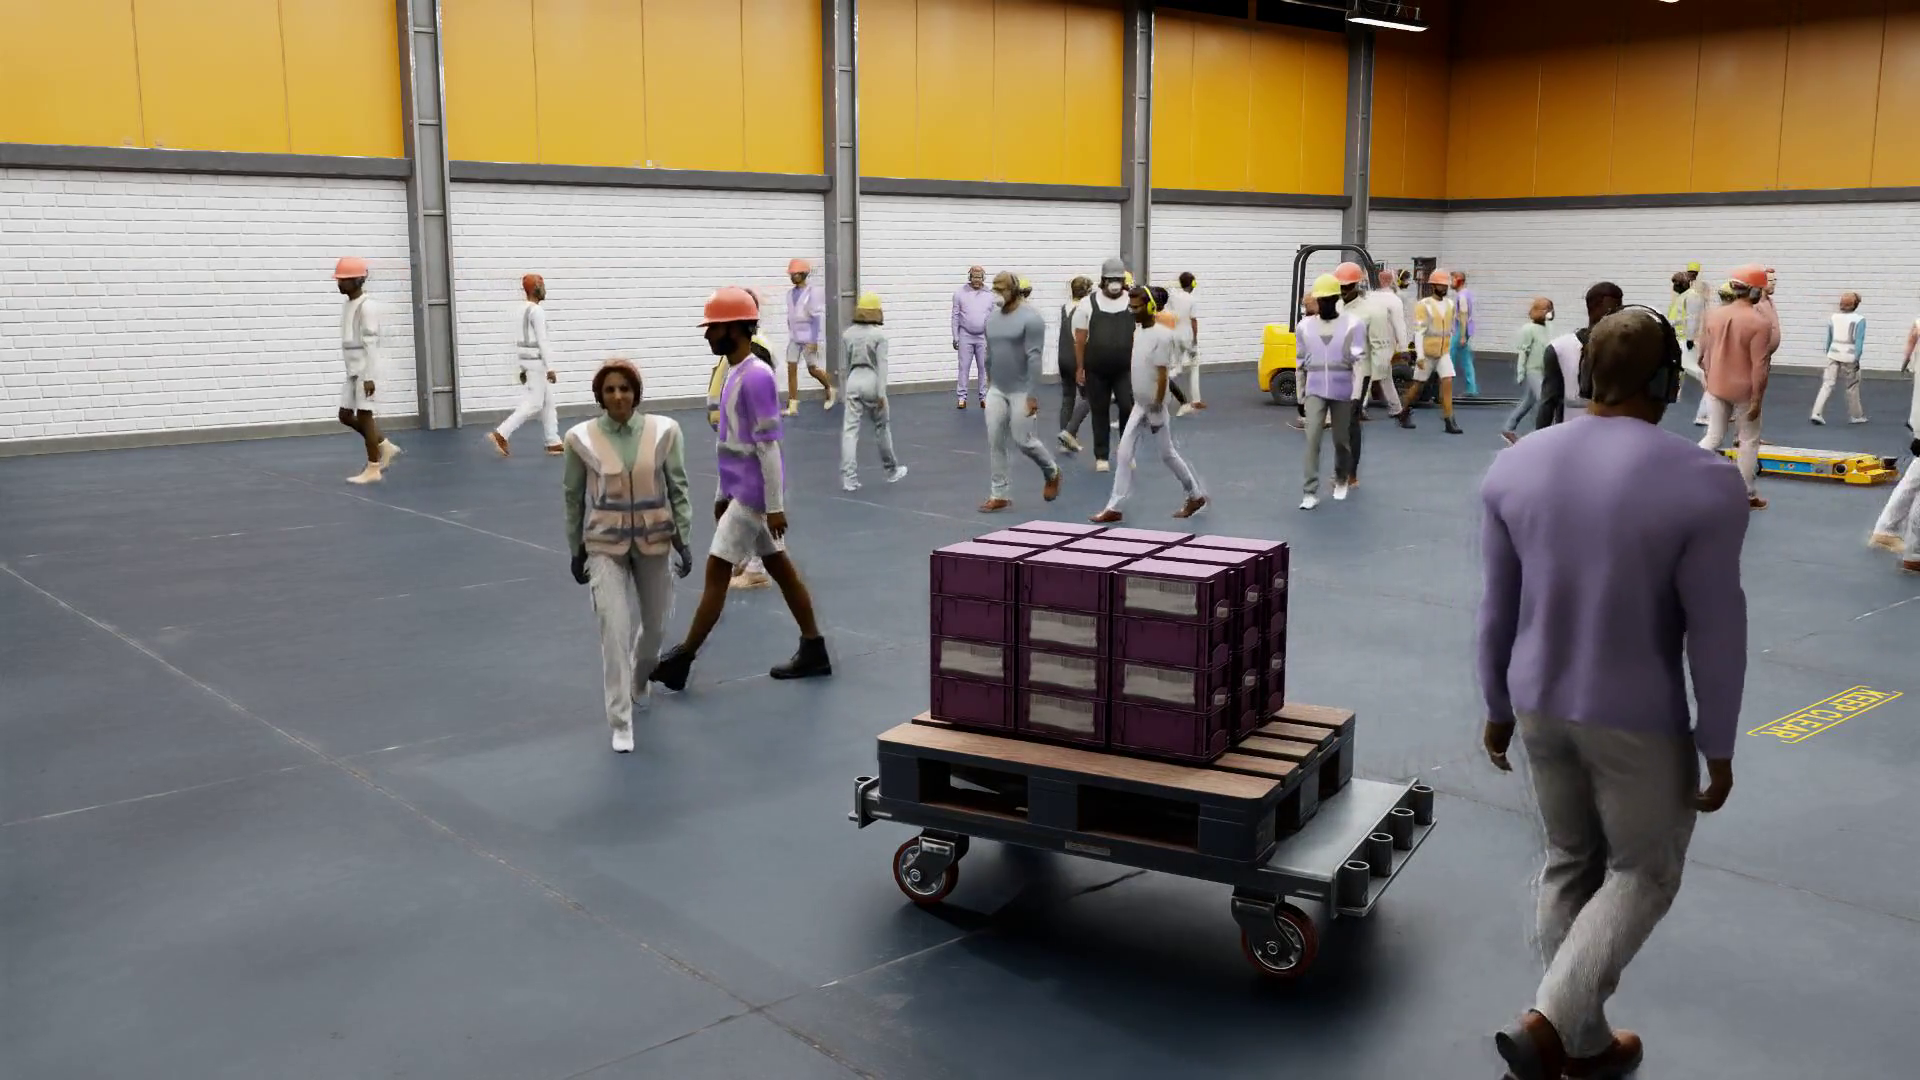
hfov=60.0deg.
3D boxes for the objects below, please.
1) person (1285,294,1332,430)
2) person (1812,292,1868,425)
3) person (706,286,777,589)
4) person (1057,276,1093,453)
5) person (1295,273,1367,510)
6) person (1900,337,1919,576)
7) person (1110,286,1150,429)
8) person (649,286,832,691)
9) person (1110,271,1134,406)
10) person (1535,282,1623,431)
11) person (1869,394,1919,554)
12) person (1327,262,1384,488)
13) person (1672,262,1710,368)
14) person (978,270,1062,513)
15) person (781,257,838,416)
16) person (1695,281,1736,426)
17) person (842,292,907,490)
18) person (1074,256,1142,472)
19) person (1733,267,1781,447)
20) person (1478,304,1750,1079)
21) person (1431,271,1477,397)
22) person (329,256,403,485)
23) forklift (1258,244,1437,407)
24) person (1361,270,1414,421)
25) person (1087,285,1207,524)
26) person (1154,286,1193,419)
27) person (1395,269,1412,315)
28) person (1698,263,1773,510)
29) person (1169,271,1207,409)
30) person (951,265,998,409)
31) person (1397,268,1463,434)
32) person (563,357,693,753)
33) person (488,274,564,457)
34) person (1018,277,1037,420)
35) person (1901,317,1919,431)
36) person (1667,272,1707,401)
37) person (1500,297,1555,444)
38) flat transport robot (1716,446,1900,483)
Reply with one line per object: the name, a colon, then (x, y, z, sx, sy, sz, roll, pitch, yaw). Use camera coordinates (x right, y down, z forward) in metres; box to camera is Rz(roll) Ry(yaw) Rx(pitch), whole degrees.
person: (4.073, -2.055, 19.317, 0.834, 1.581, 0.512, -4, 10, -20)
person: (10.583, -2.169, 19.946, 0.879, 1.592, 0.530, -5, 11, -27)
person: (-1.328, -0.624, 10.175, 0.429, 1.842, 0.636, -2, 10, -14)
person: (1.175, -1.777, 16.994, 0.415, 1.829, 0.537, -9, 13, -42)
person: (3.012, -1.221, 13.542, 0.585, 1.892, 0.905, 4, 10, 22)
person: (6.216, -0.678, 10.270, 0.648, 1.916, 0.658, 7, 12, 34)
person: (2.000, -2.141, 19.522, 0.444, 1.677, 0.612, 8, 13, 40)
person: (-1.063, -0.236, 7.792, 1.013, 1.876, 0.552, -2, 10, -14)
person: (2.203, -2.698, 22.375, 0.403, 1.823, 0.588, -9, 13, -43)
person: (3.671, -0.535, 9.564, 0.609, 1.866, 1.032, -2, 10, -13)
person: (6.599, -0.743, 11.036, 0.993, 1.791, 0.635, 9, 13, 41)
person: (3.375, -1.450, 14.664, 0.586, 1.983, 0.635, -8, 13, -40)
person: (12.413, -3.762, 28.297, 0.594, 1.924, 0.383, 3, 10, 16)
person: (0.471, -1.177, 13.202, 0.632, 1.917, 0.717, 9, 13, 42)
person: (-1.945, -2.590, 21.197, 0.614, 2.020, 0.896, 7, 12, 37)
person: (9.156, -2.221, 19.883, 0.893, 1.717, 0.558, -4, 10, -20)
person: (-0.785, -1.309, 14.580, 0.503, 1.698, 0.880, 5, 11, 26)
person: (1.408, -1.646, 15.578, 0.694, 2.000, 0.539, 1, 10, 5)
person: (8.431, -1.919, 17.571, 0.408, 1.908, 0.646, 8, 13, 40)
person: (1.441, 0.419, 3.854, 0.662, 1.916, 0.639, -8, 13, -40)
person: (6.967, -2.913, 23.663, 0.931, 1.802, 0.581, 3, 10, 15)
person: (-5.290, -1.499, 14.775, 0.517, 2.030, 0.616, -9, 13, -43)
forklift: (5.256, -2.933, 22.661, 2.313, 2.155, 1.214, 3, 10, 16)
person: (5.251, -2.398, 20.547, 1.011, 1.849, 0.665, -3, 10, -18)
person: (1.479, -1.023, 12.648, 0.993, 1.814, 0.534, -5, 11, -26)
person: (2.509, -2.303, 20.554, 0.862, 1.655, 0.539, -2, 10, -10)
person: (6.510, -3.149, 24.988, 0.464, 1.829, 0.555, 0, 10, -2)
person: (6.073, -1.189, 13.121, 0.825, 1.970, 0.615, -5, 11, -27)
person: (2.918, -2.623, 21.938, 0.798, 1.838, 0.520, -9, 13, -42)
person: (0.205, -2.692, 22.107, 0.639, 1.904, 0.407, -1, 10, -7)
person: (5.443, -2.192, 19.231, 0.560, 1.897, 0.987, -4, 10, -22)
person: (-1.404, 0.028, 7.017, 0.519, 1.616, 0.678, -3, 10, -19)
person: (-4.349, -1.754, 16.775, 0.859, 1.854, 0.577, -5, 11, -27)
person: (0.761, -2.325, 20.356, 0.317, 1.769, 0.523, 6, 11, 32)
person: (11.121, -2.025, 19.105, 0.882, 1.588, 0.549, -5, 11, -29)
person: (10.122, -2.808, 23.065, 0.651, 1.813, 0.645, 1, 10, 5)
person: (6.083, -1.773, 17.623, 0.510, 1.597, 0.832, -7, 12, -37)
flat transport robot: (7.737, -0.709, 15.266, 0.652, 0.197, 1.431, -8, 13, -41)
